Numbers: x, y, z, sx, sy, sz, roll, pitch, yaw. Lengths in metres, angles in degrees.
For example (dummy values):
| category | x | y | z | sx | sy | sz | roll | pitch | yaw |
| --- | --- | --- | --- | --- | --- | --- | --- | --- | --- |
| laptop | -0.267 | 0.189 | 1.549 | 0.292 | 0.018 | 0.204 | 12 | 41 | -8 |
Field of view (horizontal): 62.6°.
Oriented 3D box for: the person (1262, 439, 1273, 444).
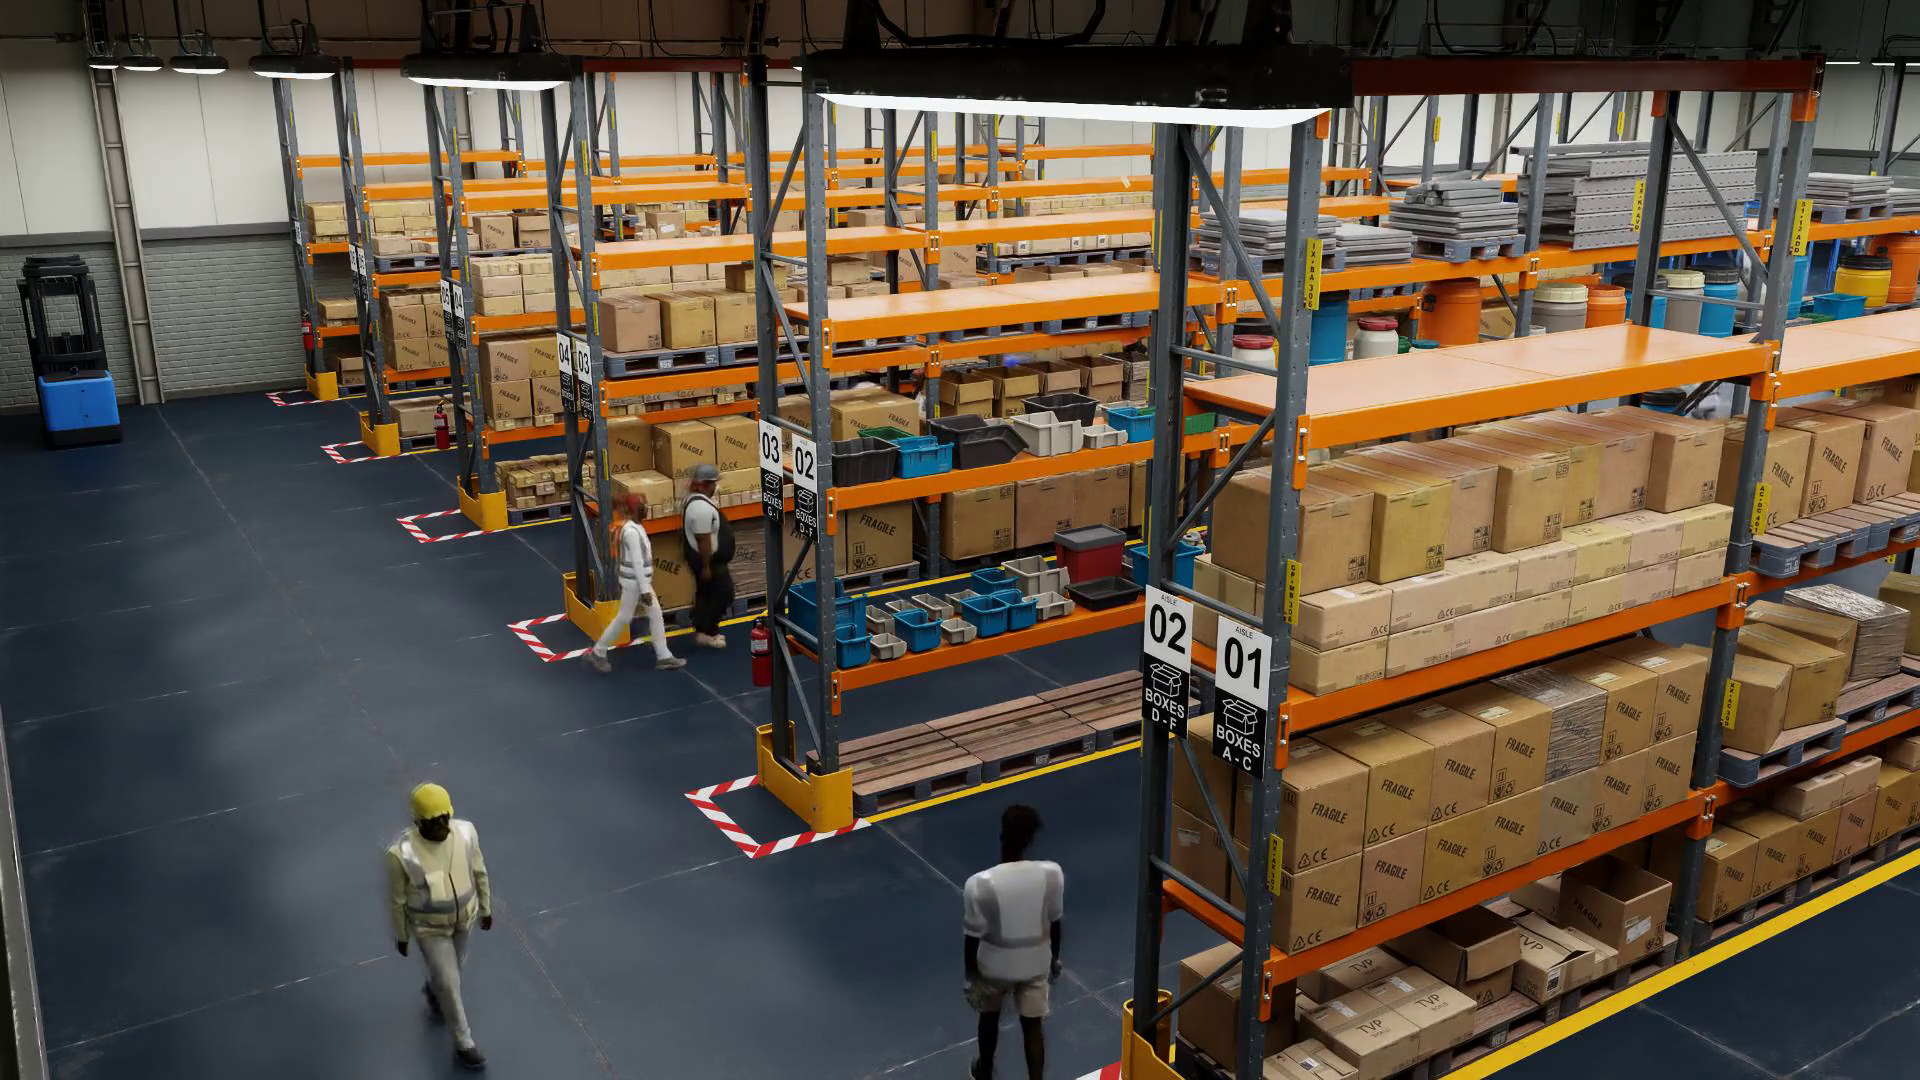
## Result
| category | x | y | z | sx | sy | sz | roll | pitch | yaw |
| --- | --- | --- | --- | --- | --- | --- | --- | --- | --- |
| person | 5.216 | -2.327 | 25.316 | 0.635 | 1.607 | 0.501 | -10 | 20 | -29 |

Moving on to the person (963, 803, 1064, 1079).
| category | x | y | z | sx | sy | sz | roll | pitch | yaw |
| --- | --- | --- | --- | --- | --- | --- | --- | --- | --- |
| person | 0.318 | 2.452 | 9.096 | 0.627 | 1.934 | 0.838 | -4 | 17 | -12 |

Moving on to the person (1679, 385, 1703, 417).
| category | x | y | z | sx | sy | sz | roll | pitch | yaw |
| --- | --- | --- | --- | --- | --- | --- | --- | --- | --- |
| person | 12.299 | -2.938 | 26.964 | 0.960 | 1.818 | 0.540 | -1 | 17 | -2 |

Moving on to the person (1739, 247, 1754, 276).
| category | x | y | z | sx | sy | sz | roll | pitch | yaw |
| --- | --- | --- | --- | --- | --- | --- | --- | --- | --- |
| person | 19.977 | -6.937 | 40.017 | 0.519 | 1.852 | 0.549 | -8 | 19 | -24 |

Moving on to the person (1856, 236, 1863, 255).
| category | x | y | z | sx | sy | sz | roll | pitch | yaw |
| --- | --- | --- | --- | --- | --- | --- | --- | --- | --- |
| person | 28.061 | -9.650 | 48.815 | 0.589 | 1.911 | 0.440 | 2 | 17 | 8 |

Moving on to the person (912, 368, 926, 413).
| category | x | y | z | sx | sy | sz | roll | pitch | yaw |
| --- | --- | --- | --- | --- | --- | --- | --- | --- | --- |
| person | -0.409 | -1.537 | 22.323 | 0.786 | 1.857 | 0.620 | -10 | 20 | -30 |

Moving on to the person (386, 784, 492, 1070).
| category | x | y | z | sx | sy | sz | roll | pitch | yaw |
| --- | --- | --- | --- | --- | --- | --- | --- | --- | --- |
| person | -3.233 | 2.307 | 9.806 | 0.873 | 1.803 | 0.600 | 16 | 23 | 42 |

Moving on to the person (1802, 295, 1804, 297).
| category | x | y | z | sx | sy | sz | roll | pitch | yaw |
| --- | --- | --- | --- | --- | --- | --- | --- | --- | --- |
| person | 19.216 | -5.716 | 36.432 | 0.527 | 1.590 | 0.863 | -6 | 18 | -18 |

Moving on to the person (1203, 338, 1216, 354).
| category | x | y | z | sx | sy | sz | roll | pitch | yaw |
| --- | --- | --- | --- | --- | --- | --- | --- | --- | --- |
| person | 3.957 | -2.200 | 24.404 | 0.712 | 1.903 | 0.599 | -8 | 19 | -25 |

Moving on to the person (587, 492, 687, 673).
| category | x | y | z | sx | sy | sz | roll | pitch | yaw |
| --- | --- | --- | --- | --- | --- | --- | --- | --- | --- |
| person | -3.319 | 0.433 | 15.883 | 0.969 | 1.839 | 0.653 | 0 | 17 | -2 |

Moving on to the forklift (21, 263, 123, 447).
| category | x | y | z | sx | sy | sz | roll | pitch | yaw |
| --- | --- | --- | --- | --- | --- | --- | --- | --- | --- |
| forklift | -14.518 | -3.079 | 25.708 | 1.129 | 2.768 | 1.873 | -10 | 20 | -31 |

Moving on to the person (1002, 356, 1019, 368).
| category | x | y | z | sx | sy | sz | roll | pitch | yaw |
| --- | --- | --- | --- | --- | --- | --- | --- | --- | --- |
| person | 0.689 | -1.708 | 22.803 | 1.003 | 1.889 | 0.636 | -10 | 19 | -29 |

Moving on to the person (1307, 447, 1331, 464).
| category | x | y | z | sx | sy | sz | roll | pitch | yaw |
| --- | --- | --- | --- | --- | --- | --- | --- | --- | --- |
| person | 4.640 | -0.962 | 20.612 | 0.649 | 1.748 | 0.535 | -10 | 20 | -30 |

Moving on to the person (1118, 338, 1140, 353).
| category | x | y | z | sx | sy | sz | roll | pitch | yaw |
| --- | --- | --- | --- | --- | --- | --- | --- | --- | --- |
| person | 2.711 | -2.198 | 24.206 | 0.589 | 2.015 | 0.769 | -6 | 18 | -20 |

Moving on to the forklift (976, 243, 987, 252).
| category | x | y | z | sx | sy | sz | roll | pitch | yaw |
| --- | --- | --- | --- | --- | --- | --- | --- | --- | --- |
| forklift | 0.988 | -5.474 | 34.718 | 1.214 | 2.155 | 2.313 | -10 | 20 | -31 |

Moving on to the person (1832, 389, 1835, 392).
| category | x | y | z | sx | sy | sz | roll | pitch | yaw |
| --- | --- | --- | --- | --- | --- | --- | --- | --- | --- |
| person | 16.462 | -3.699 | 29.418 | 0.389 | 1.842 | 0.564 | -3 | 17 | -10 |

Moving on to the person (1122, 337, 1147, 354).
| category | x | y | z | sx | sy | sz | roll | pitch | yaw |
| --- | --- | --- | --- | --- | --- | --- | --- | --- | --- |
| person | 2.841 | -2.554 | 25.407 | 0.379 | 1.996 | 0.611 | -10 | 20 | -29 |

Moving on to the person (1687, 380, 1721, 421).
| category | x | y | z | sx | sy | sz | roll | pitch | yaw |
| --- | --- | --- | --- | --- | --- | --- | --- | --- | --- |
| person | 11.488 | -2.090 | 24.457 | 0.550 | 1.646 | 0.857 | -6 | 18 | -17 |

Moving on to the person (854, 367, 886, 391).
| category | x | y | z | sx | sy | sz | roll | pitch | yaw |
| --- | --- | --- | --- | --- | --- | --- | --- | --- | --- |
| person | -1.201 | -1.641 | 22.579 | 0.561 | 1.891 | 0.936 | 14 | 22 | 39 |

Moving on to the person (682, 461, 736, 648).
| category | x | y | z | sx | sy | sz | roll | pitch | yaw |
| --- | --- | --- | --- | --- | --- | --- | --- | --- | --- |
| person | -2.609 | 0.171 | 16.467 | 0.537 | 2.000 | 0.699 | -5 | 18 | -15 |

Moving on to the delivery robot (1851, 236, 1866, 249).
| category | x | y | z | sx | sy | sz | roll | pitch | yaw |
| --- | --- | --- | --- | --- | --- | --- | --- | --- | --- |
| delivery robot | 28.826 | -9.448 | 50.356 | 0.477 | 0.478 | 0.707 | -3 | 17 | -10 |
